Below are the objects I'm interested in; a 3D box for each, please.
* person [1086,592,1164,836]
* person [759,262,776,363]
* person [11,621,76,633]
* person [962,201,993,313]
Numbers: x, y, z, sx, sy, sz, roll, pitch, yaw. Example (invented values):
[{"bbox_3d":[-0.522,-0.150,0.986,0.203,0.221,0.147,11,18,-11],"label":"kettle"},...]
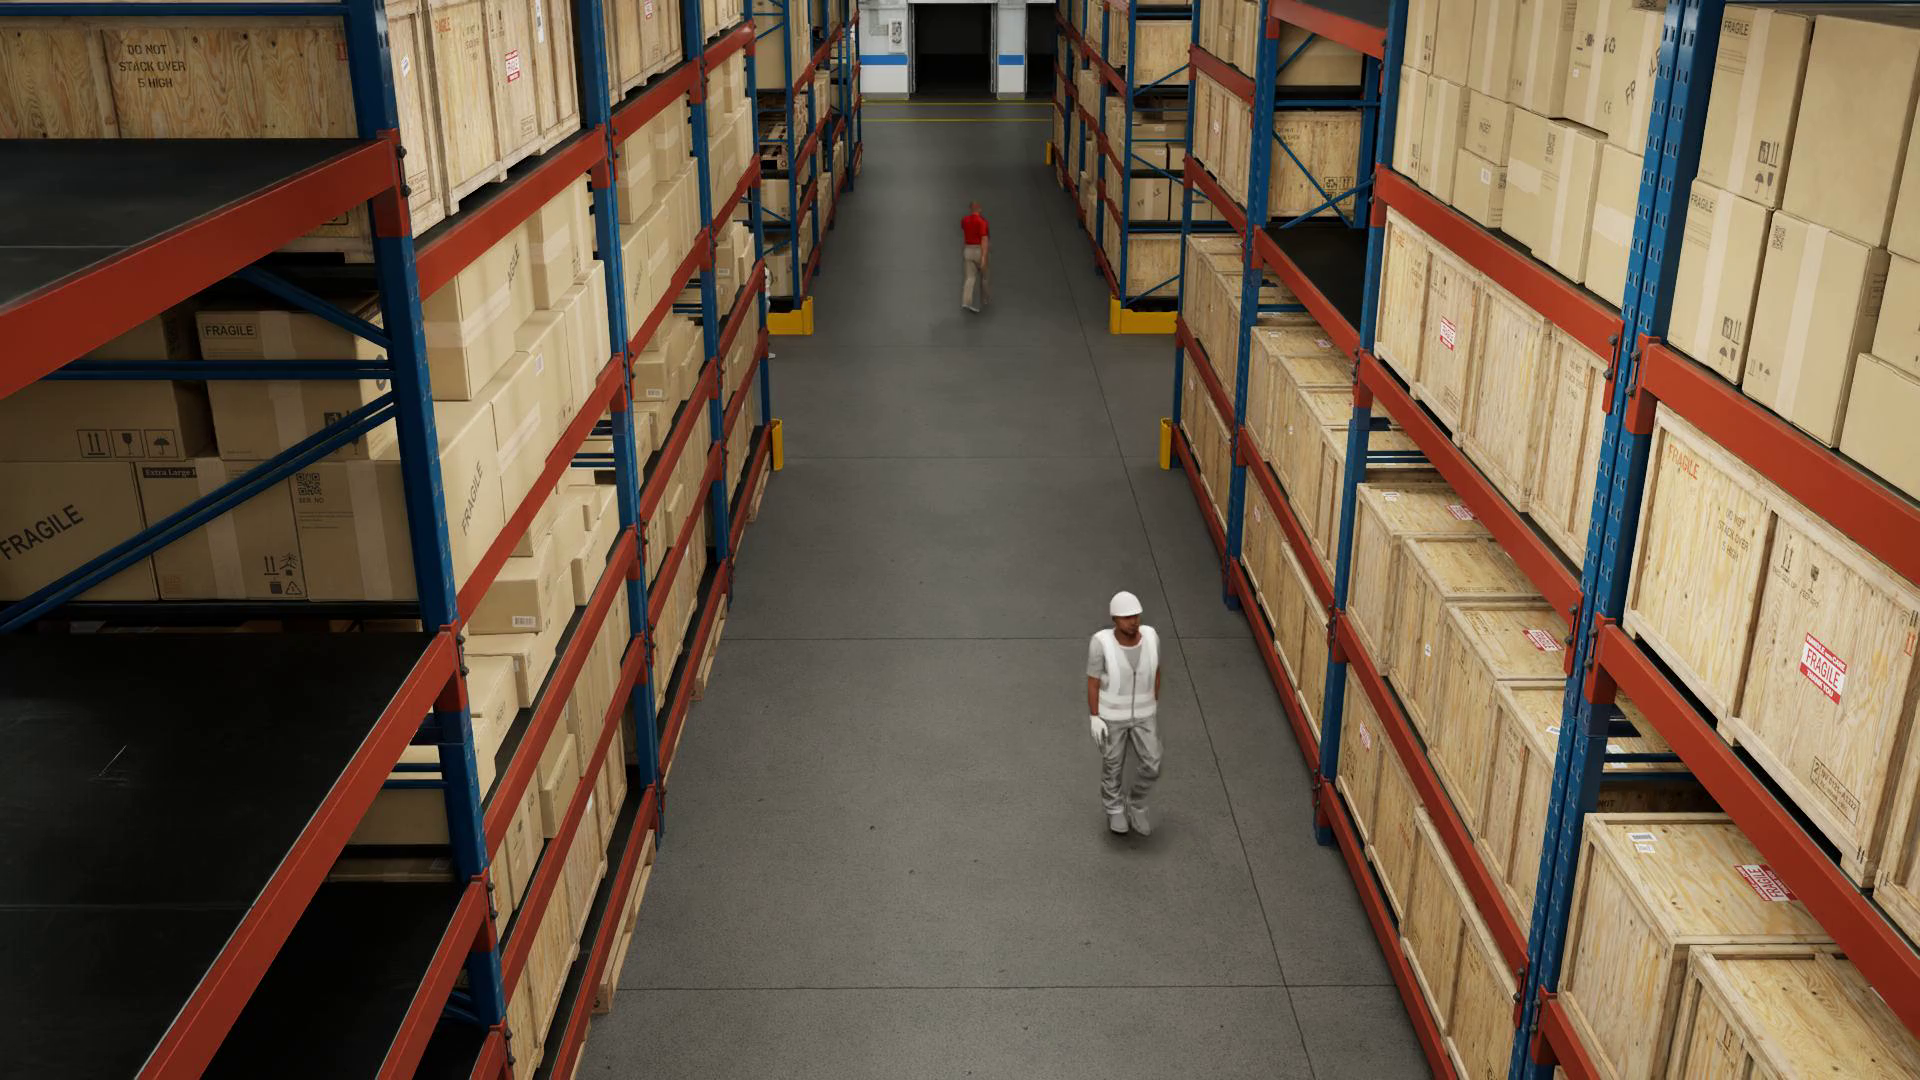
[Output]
[{"bbox_3d":[1.137,1.202,11.375,0.557,1.776,0.444,-5,22,-12],"label":"person"},{"bbox_3d":[-2.801,-3.331,23.075,0.357,1.687,0.465,10,24,23],"label":"person"},{"bbox_3d":[-7.296,0.506,13.178,0.609,1.773,0.815,0,22,-1],"label":"person"},{"bbox_3d":[0.270,-4.425,25.844,0.539,1.678,1.066,9,23,21],"label":"person"}]
